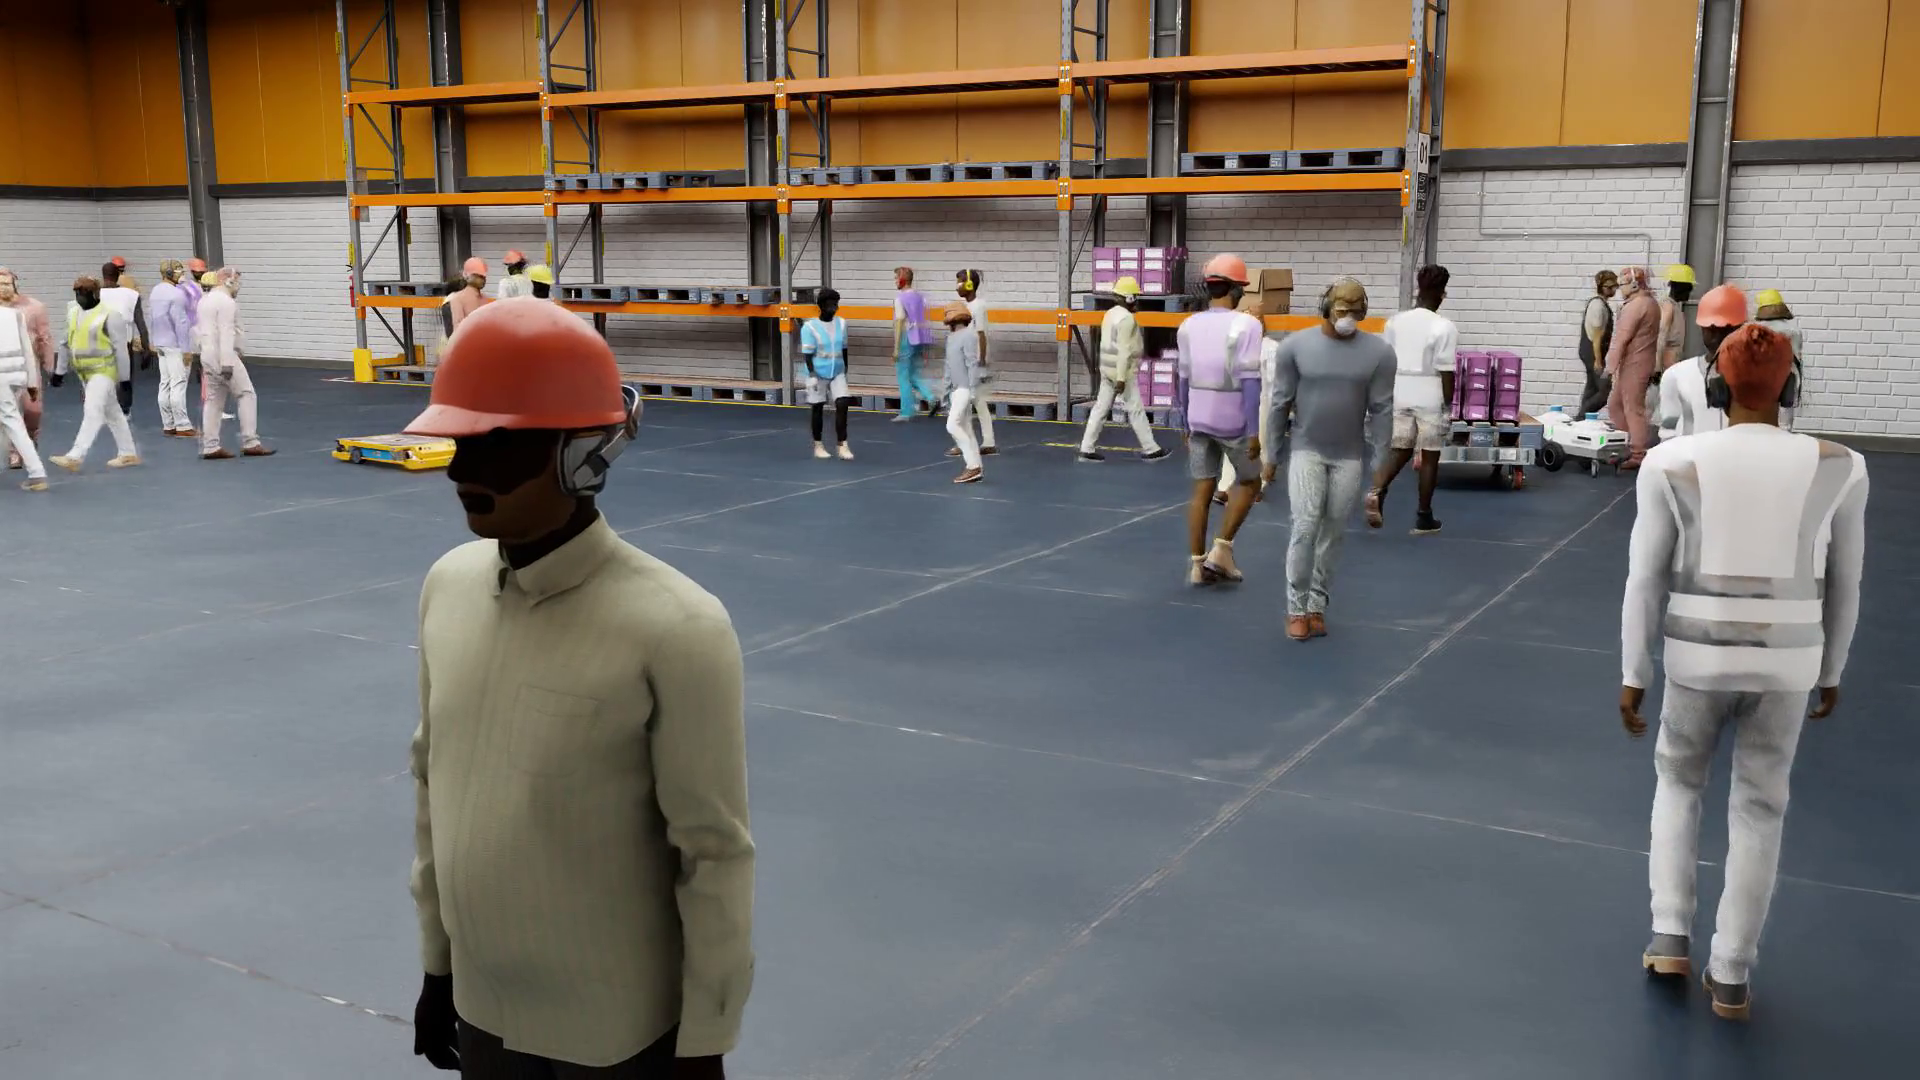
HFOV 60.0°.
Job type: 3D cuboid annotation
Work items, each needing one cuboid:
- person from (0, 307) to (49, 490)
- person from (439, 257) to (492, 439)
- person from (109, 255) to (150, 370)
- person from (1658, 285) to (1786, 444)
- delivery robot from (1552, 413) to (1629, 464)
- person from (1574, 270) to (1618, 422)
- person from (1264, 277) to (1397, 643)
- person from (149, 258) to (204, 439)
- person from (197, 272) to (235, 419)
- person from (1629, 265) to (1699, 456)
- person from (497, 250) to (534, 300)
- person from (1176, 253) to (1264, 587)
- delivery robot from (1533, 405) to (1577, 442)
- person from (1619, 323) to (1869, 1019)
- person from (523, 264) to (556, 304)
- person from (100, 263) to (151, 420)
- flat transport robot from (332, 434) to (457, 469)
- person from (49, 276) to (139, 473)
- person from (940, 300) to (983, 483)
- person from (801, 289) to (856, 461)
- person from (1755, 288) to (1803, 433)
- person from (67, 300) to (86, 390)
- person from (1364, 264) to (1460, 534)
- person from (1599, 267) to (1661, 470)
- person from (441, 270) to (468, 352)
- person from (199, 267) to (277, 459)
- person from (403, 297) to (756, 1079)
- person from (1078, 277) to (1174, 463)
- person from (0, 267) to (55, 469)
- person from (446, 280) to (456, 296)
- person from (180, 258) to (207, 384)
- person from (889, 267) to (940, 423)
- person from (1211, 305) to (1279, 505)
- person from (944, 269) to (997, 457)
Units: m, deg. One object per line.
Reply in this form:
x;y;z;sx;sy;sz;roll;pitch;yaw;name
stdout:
-8.174;-1.337;14.155;0.935;1.834;0.583;3;10;17;person
-5.117;-1.964;17.352;0.912;1.967;0.619;5;11;26;person
-13.620;-3.677;27.152;0.646;1.922;0.559;4;11;23;person
3.577;-0.253;7.873;0.546;1.890;0.996;4;11;21;person
5.720;-0.911;15.096;0.477;0.478;0.707;-3;11;-19;delivery robot
6.537;-1.856;17.110;0.407;1.825;0.630;4;11;20;person
1.941;-0.407;8.709;0.663;1.901;0.612;0;10;1;person
-8.478;-2.056;17.936;0.629;1.937;0.379;9;13;40;person
-8.973;-2.335;20.001;0.326;1.765;0.533;-8;13;-40;person
6.995;-1.721;16.177;0.948;1.878;0.603;5;11;25;person
-5.947;-2.853;22.228;0.722;2.019;0.626;6;12;30;person
1.574;-0.711;10.066;0.464;2.021;0.636;-10;14;-44;person
5.662;-1.040;15.822;0.477;0.478;0.707;0;10;-2;delivery robot
2.106;0.353;4.513;0.581;1.862;0.487;4;11;23;person
-4.611;-2.029;17.946;0.817;1.885;0.629;4;11;22;person
-9.956;-2.311;19.581;0.710;1.859;0.956;-6;12;-32;person
-5.294;-0.857;15.853;1.431;0.197;0.652;7;12;36;flat transport robot
-8.021;-1.516;15.282;0.642;1.785;0.979;6;12;31;person
0.026;-1.281;14.518;0.370;1.596;0.587;-2;10;-13;person
-1.251;-1.571;15.952;0.546;1.651;0.698;-6;12;-32;person
7.005;-1.320;14.403;0.600;1.714;0.495;-9;13;-40;person
-11.572;-2.649;22.169;0.532;1.613;0.515;-7;12;-33;person
3.234;-0.986;11.841;0.646;1.949;0.638;-8;13;-39;person
6.165;-1.582;15.435;0.645;1.874;0.636;7;12;33;person
-5.348;-1.993;17.917;0.440;1.821;0.679;1;10;8;person
-7.105;-1.722;16.258;0.765;1.859;0.715;-9;14;-43;person
-0.574;0.656;2.409;0.610;1.996;0.386;7;12;33;person
1.555;-1.608;15.856;0.948;1.778;0.611;-3;10;-17;person
-8.858;-1.614;15.586;0.683;1.881;0.573;-6;11;-29;person
-5.797;-2.156;19.195;0.365;1.680;0.545;-5;11;-24;person
-11.246;-3.232;24.742;0.996;1.884;0.547;8;13;37;person
-0.559;-2.273;19.456;0.501;1.834;0.564;5;11;25;person
2.260;-1.052;13.175;0.526;1.593;0.801;6;12;30;person
0.056;-1.733;16.390;0.689;1.838;0.505;-1;10;-5;person
